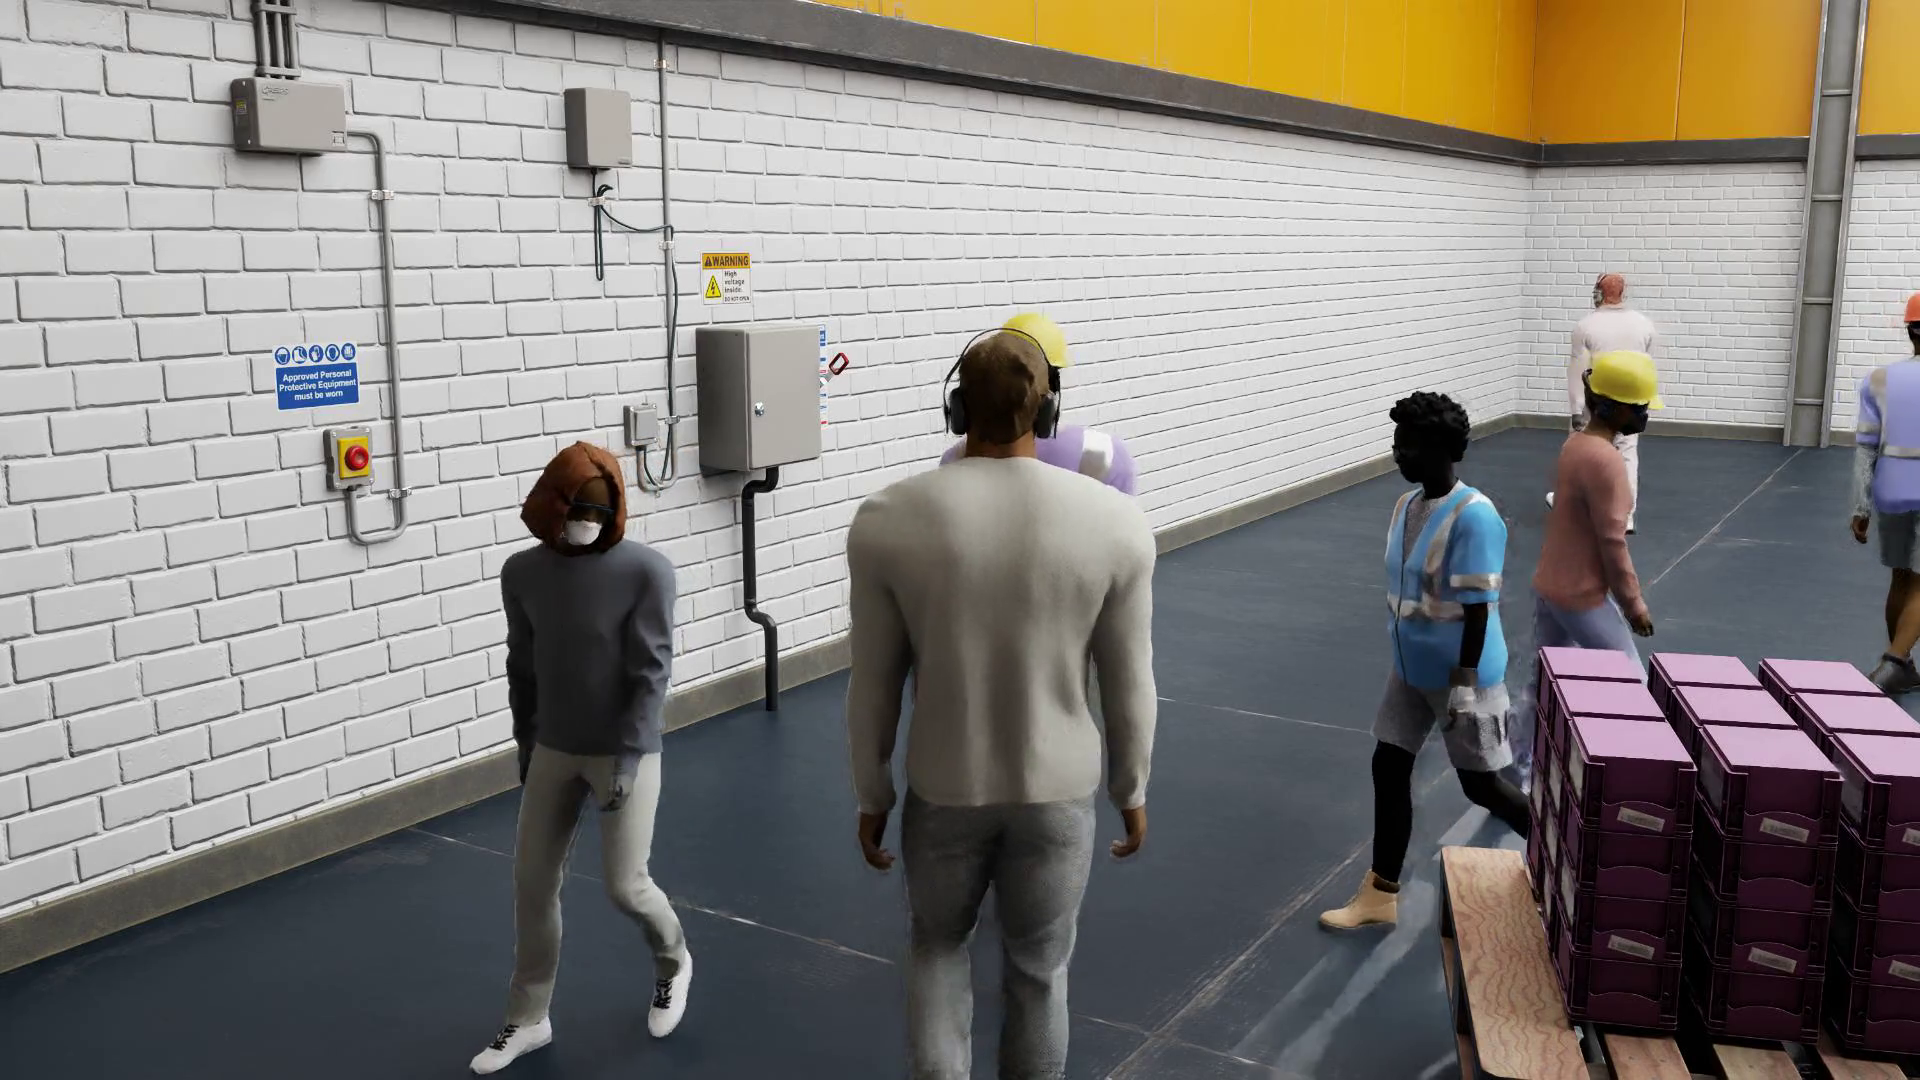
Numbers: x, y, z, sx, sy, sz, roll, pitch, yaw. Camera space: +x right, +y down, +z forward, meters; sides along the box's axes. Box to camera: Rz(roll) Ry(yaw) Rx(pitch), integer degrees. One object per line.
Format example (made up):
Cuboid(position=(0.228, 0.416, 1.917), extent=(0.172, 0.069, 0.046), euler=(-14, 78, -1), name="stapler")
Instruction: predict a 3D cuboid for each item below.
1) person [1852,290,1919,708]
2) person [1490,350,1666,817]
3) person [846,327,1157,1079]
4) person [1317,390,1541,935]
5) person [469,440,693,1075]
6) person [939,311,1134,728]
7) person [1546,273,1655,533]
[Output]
Cuboid(position=(4.282, -0.177, 7.468), extent=(0.744, 1.936, 0.553), euler=(-9, 13, -40), name="person")
Cuboid(position=(2.172, 0.201, 5.805), extent=(0.530, 1.728, 0.544), euler=(1, 10, 7), name="person")
Cuboid(position=(0.089, 0.527, 3.480), extent=(0.642, 1.926, 0.477), euler=(1, 10, 5), name="person")
Cuboid(position=(1.526, 0.382, 4.996), extent=(0.786, 1.668, 0.567), euler=(-3, 11, -15), name="person")
Cuboid(position=(-0.933, 0.538, 4.250), extent=(0.512, 1.617, 0.487), euler=(3, 11, 18), name="person")
Cuboid(position=(0.211, 0.291, 4.862), extent=(0.580, 1.906, 0.824), euler=(2, 10, 13), name="person")
Cuboid(position=(4.717, -1.016, 12.218), extent=(0.641, 1.857, 0.987), euler=(0, 10, -2), name="person")
